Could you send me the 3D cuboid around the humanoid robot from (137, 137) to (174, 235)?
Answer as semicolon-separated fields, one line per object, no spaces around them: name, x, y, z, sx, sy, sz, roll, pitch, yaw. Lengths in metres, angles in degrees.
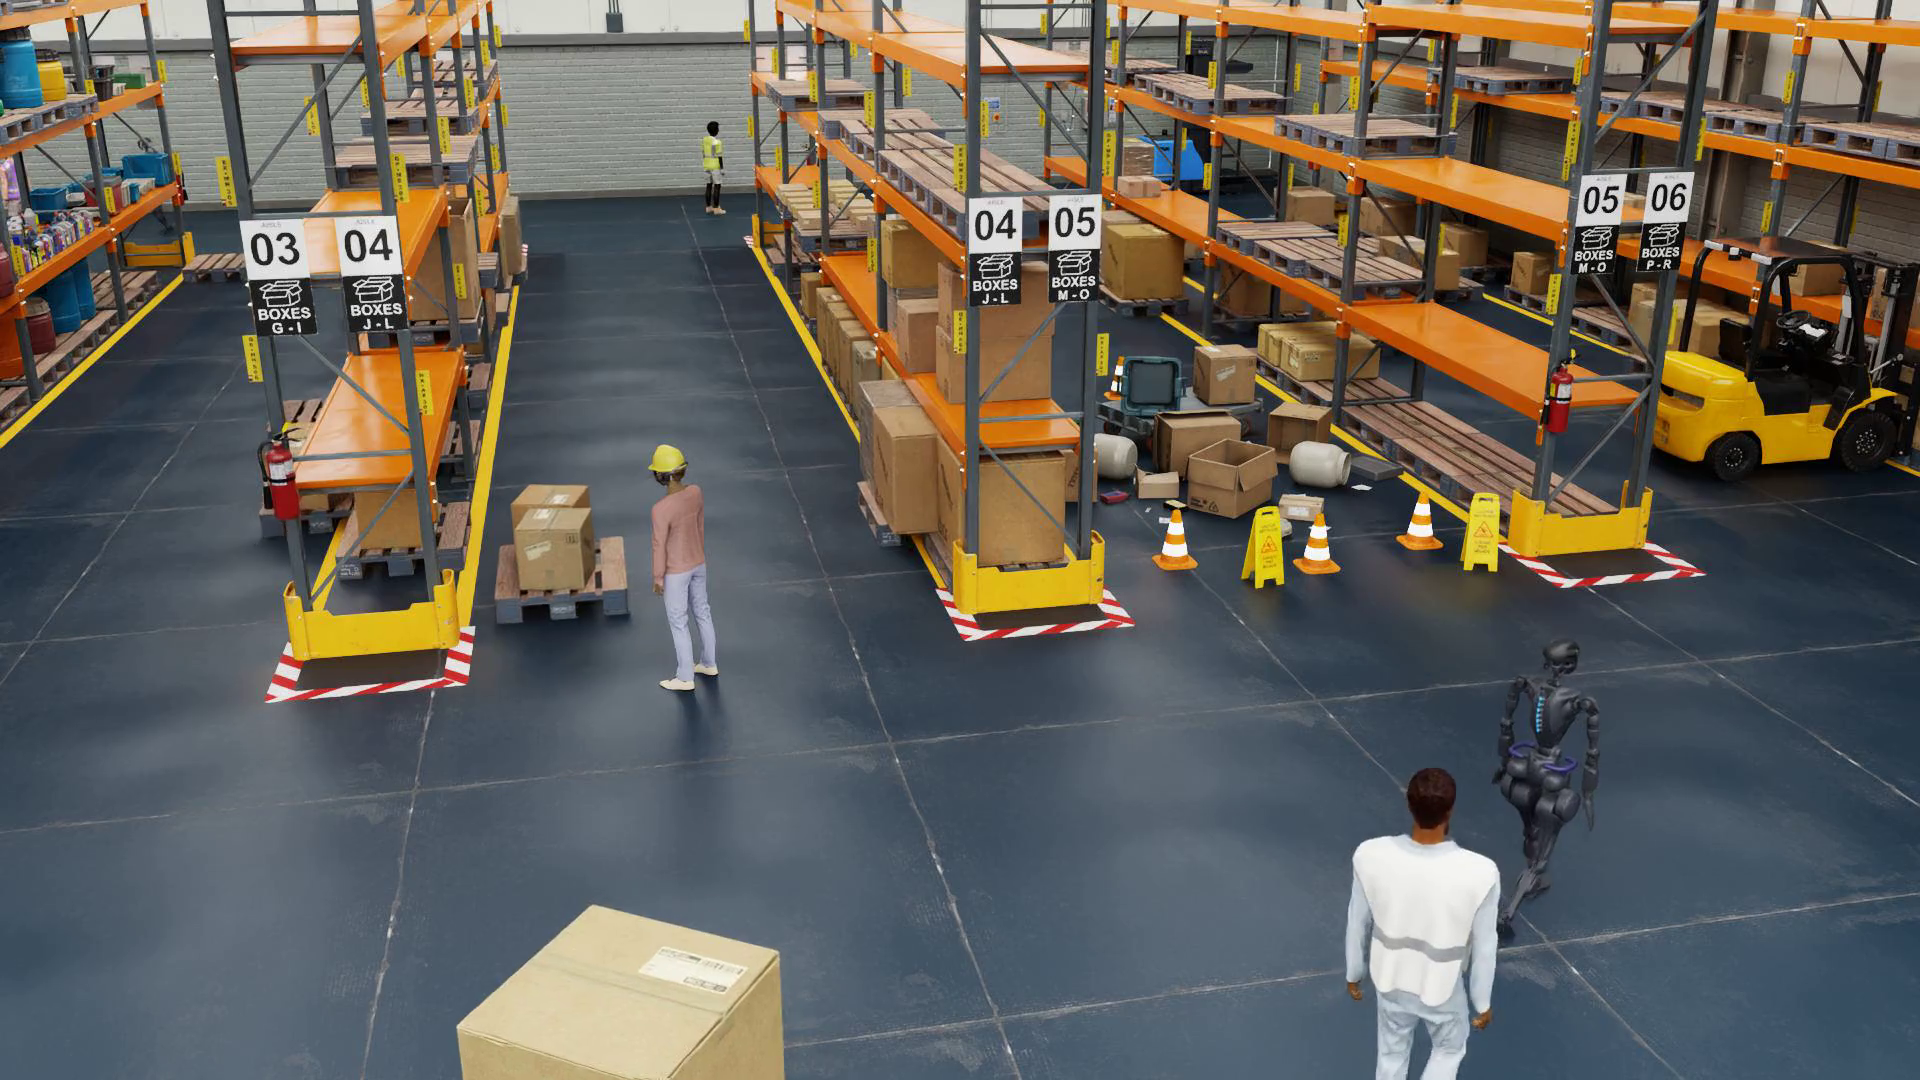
humanoid robot;-13.787;-6.079;28.540;0.376;1.639;0.596;-14;24;-32

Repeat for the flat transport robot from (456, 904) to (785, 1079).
flat transport robot;-1.254;2.784;6.705;1.431;0.231;0.659;-17;26;-39

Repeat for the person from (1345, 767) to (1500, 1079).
person;1.906;1.828;6.928;0.626;1.904;0.472;10;22;24

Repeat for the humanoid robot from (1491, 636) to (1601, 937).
humanoid robot;3.045;1.277;8.812;0.765;1.635;0.602;-17;26;-39

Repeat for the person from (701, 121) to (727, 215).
person;-4.535;-6.839;30.579;0.538;1.690;0.319;17;26;38

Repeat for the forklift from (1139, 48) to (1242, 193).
forklift;4.566;-8.313;32.860;1.873;2.768;1.129;-4;21;-12

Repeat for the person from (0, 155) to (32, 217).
person;-15.371;-5.565;27.155;0.352;1.688;0.489;11;23;27

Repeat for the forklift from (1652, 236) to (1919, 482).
forklift;8.013;-1.814;16.330;2.313;2.155;1.214;-4;21;-12

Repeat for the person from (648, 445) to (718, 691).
person;-1.959;0.188;11.562;0.341;1.760;0.521;11;23;27
